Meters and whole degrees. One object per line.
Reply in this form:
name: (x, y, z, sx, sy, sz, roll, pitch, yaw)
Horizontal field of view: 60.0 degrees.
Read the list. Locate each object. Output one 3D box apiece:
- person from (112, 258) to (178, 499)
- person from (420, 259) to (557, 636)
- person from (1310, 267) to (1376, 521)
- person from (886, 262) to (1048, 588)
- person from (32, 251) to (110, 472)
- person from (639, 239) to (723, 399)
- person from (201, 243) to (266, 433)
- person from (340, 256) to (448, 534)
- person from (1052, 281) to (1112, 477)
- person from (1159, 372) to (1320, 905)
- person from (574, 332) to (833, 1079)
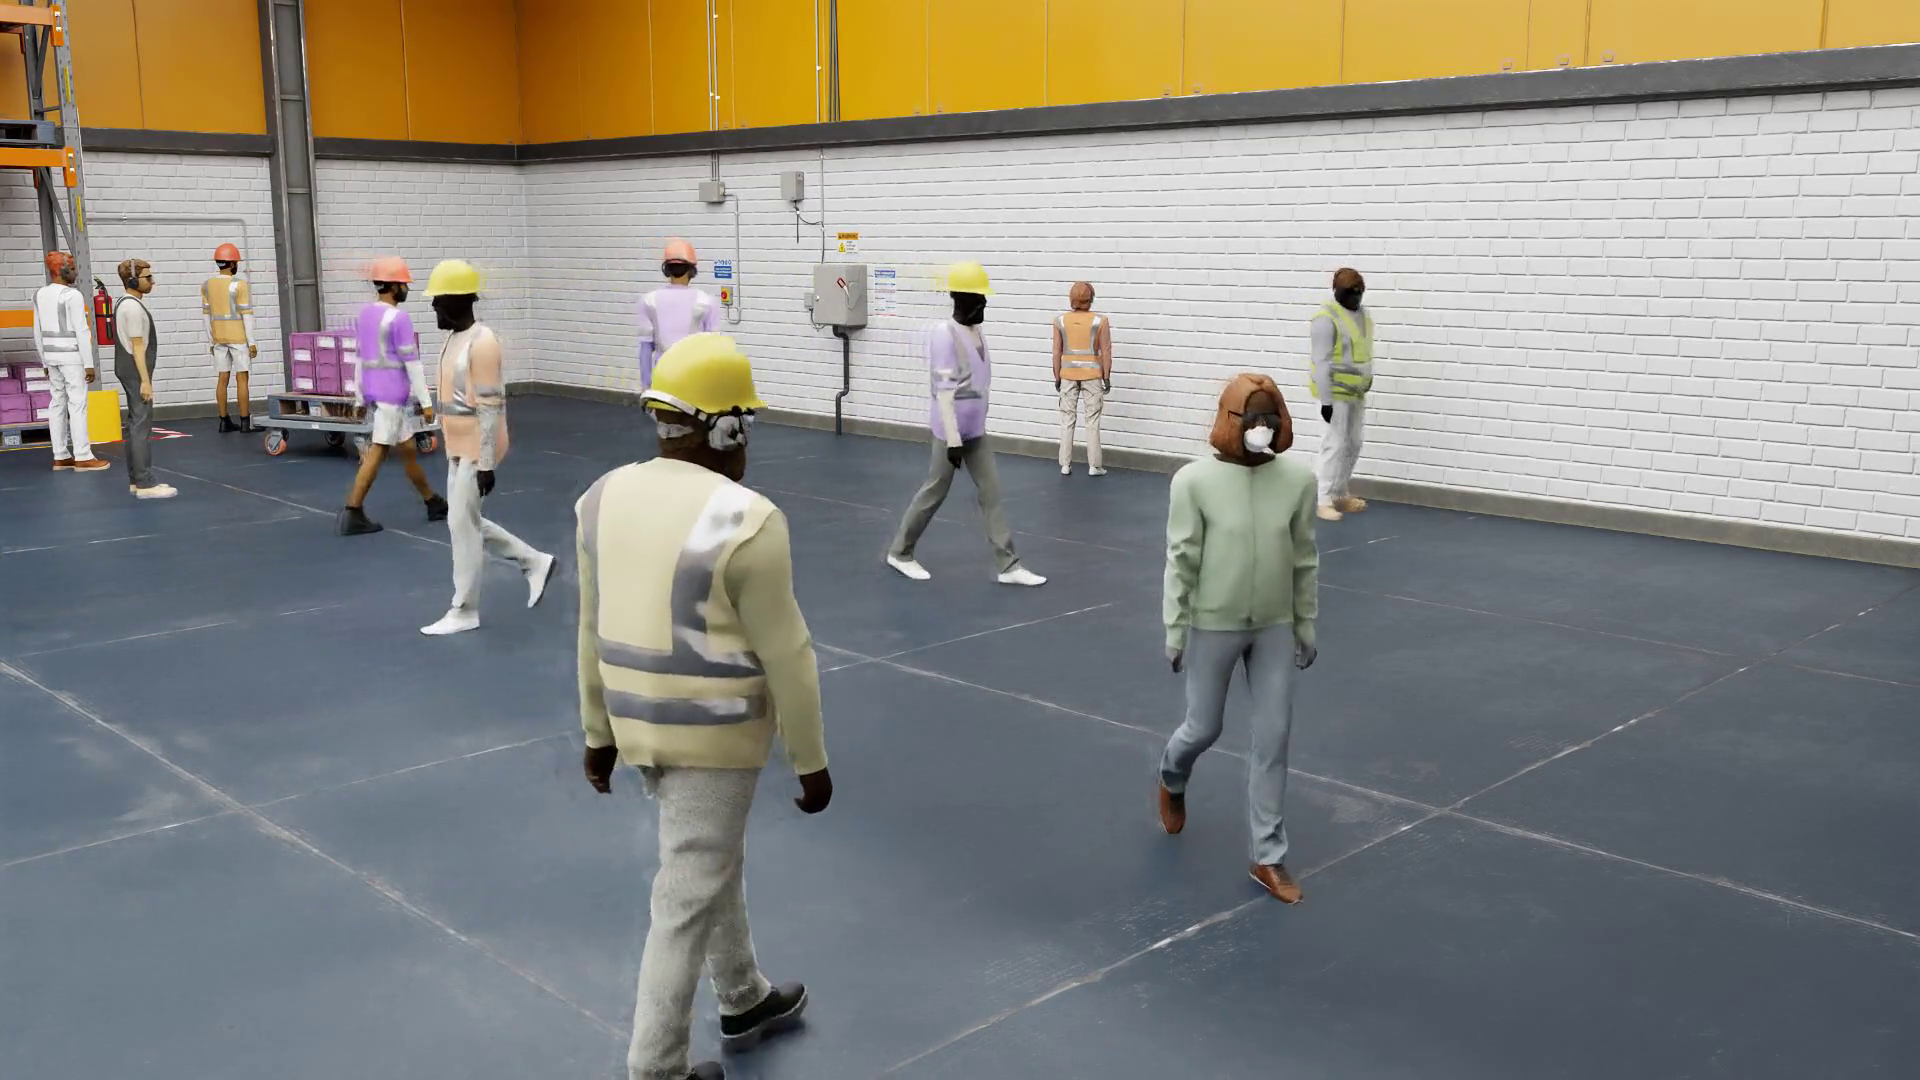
person: (-6.341, -1.246, 12.871, 0.350, 1.846, 0.506, -7, 12, -32)
person: (-2.447, -0.478, 8.519, 0.692, 1.907, 0.593, -7, 12, -33)
person: (2.709, -1.030, 11.823, 0.466, 1.803, 0.679, 10, 14, 43)
person: (-0.011, -0.663, 9.624, 1.003, 1.880, 0.608, 5, 12, 26)
person: (-7.673, -1.528, 14.303, 0.585, 1.882, 0.340, 5, 11, 24)
person: (-2.035, -1.194, 12.194, 0.624, 1.999, 1.032, 2, 11, 9)
person: (-7.459, -2.061, 17.062, 0.551, 1.936, 0.357, 3, 11, 13)
person: (-3.902, -0.999, 11.451, 0.561, 1.883, 1.011, 10, 14, 43)
person: (1.024, -1.347, 13.975, 0.516, 1.644, 0.308, 3, 11, 18)
person: (0.872, 0.269, 5.251, 0.516, 1.612, 0.708, -2, 11, -12)
person: (-0.526, 0.422, 3.890, 0.612, 1.798, 0.801, 8, 13, 38)
